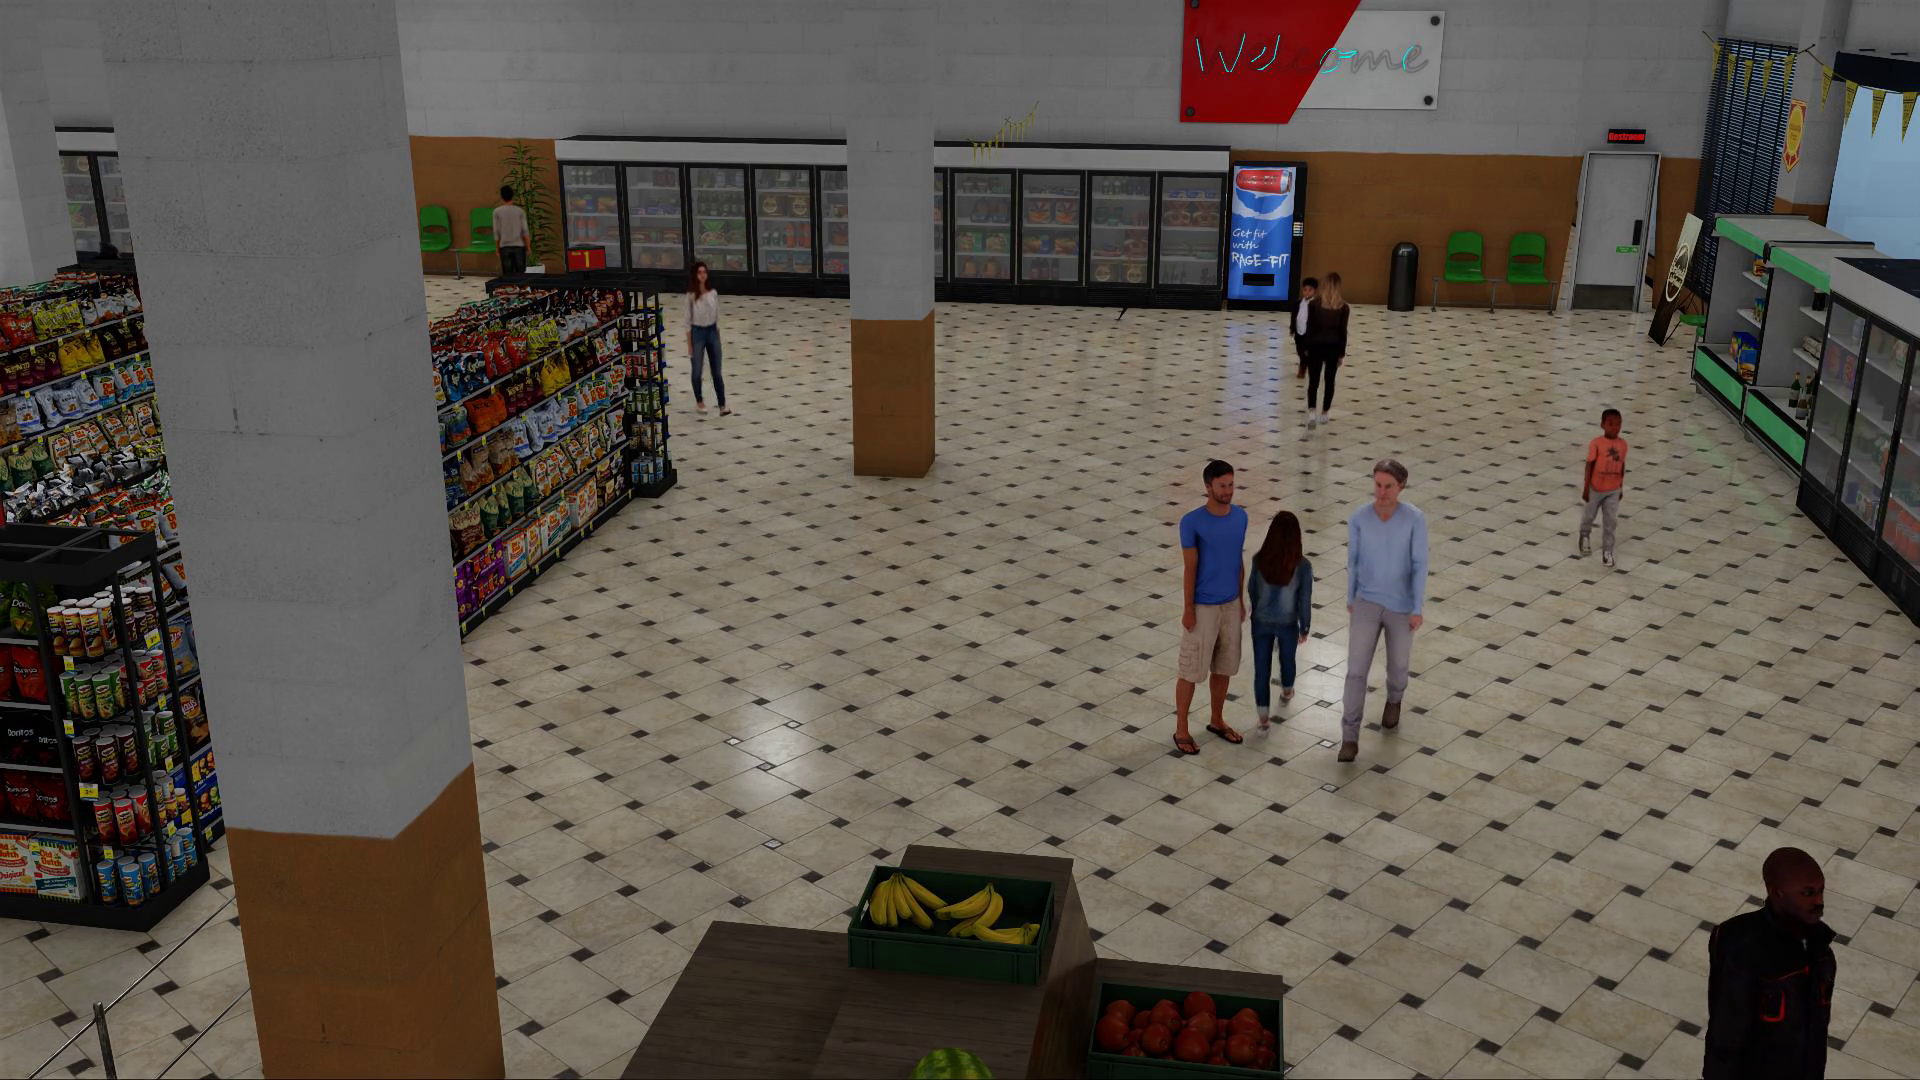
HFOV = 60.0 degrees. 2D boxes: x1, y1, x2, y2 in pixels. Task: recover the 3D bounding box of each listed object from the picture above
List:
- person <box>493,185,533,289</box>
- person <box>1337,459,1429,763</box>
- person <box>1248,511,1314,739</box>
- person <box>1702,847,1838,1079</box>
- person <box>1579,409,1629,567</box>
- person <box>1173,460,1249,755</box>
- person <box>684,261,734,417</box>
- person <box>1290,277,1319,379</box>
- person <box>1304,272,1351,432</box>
[{"bbox_3d":[-6.547,-4.264,24.316,0.729,1.806,0.677,-4,19,-11],"label":"person"},{"bbox_3d":[2.680,0.404,10.397,0.781,1.854,1.246,7,20,19],"label":"person"},{"bbox_3d":[1.981,0.565,10.571,0.589,1.437,1.008,5,19,14],"label":"person"},{"bbox_3d":[2.815,1.906,6.024,1.089,1.802,1.174,-11,22,-30],"label":"person"},{"bbox_3d":[5.332,-0.459,13.853,0.530,1.281,0.903,2,19,6],"label":"person"},{"bbox_3d":[1.577,0.392,10.418,0.729,1.863,0.757,-9,21,-26],"label":"person"},{"bbox_3d":[-2.878,-2.226,18.440,0.990,1.698,1.116,-10,21,-26],"label":"person"},{"bbox_3d":[4.223,-2.605,20.325,0.666,1.212,0.901,10,21,27],"label":"person"},{"bbox_3d":[3.875,-1.991,17.773,0.628,1.679,1.067,4,19,12],"label":"person"}]
